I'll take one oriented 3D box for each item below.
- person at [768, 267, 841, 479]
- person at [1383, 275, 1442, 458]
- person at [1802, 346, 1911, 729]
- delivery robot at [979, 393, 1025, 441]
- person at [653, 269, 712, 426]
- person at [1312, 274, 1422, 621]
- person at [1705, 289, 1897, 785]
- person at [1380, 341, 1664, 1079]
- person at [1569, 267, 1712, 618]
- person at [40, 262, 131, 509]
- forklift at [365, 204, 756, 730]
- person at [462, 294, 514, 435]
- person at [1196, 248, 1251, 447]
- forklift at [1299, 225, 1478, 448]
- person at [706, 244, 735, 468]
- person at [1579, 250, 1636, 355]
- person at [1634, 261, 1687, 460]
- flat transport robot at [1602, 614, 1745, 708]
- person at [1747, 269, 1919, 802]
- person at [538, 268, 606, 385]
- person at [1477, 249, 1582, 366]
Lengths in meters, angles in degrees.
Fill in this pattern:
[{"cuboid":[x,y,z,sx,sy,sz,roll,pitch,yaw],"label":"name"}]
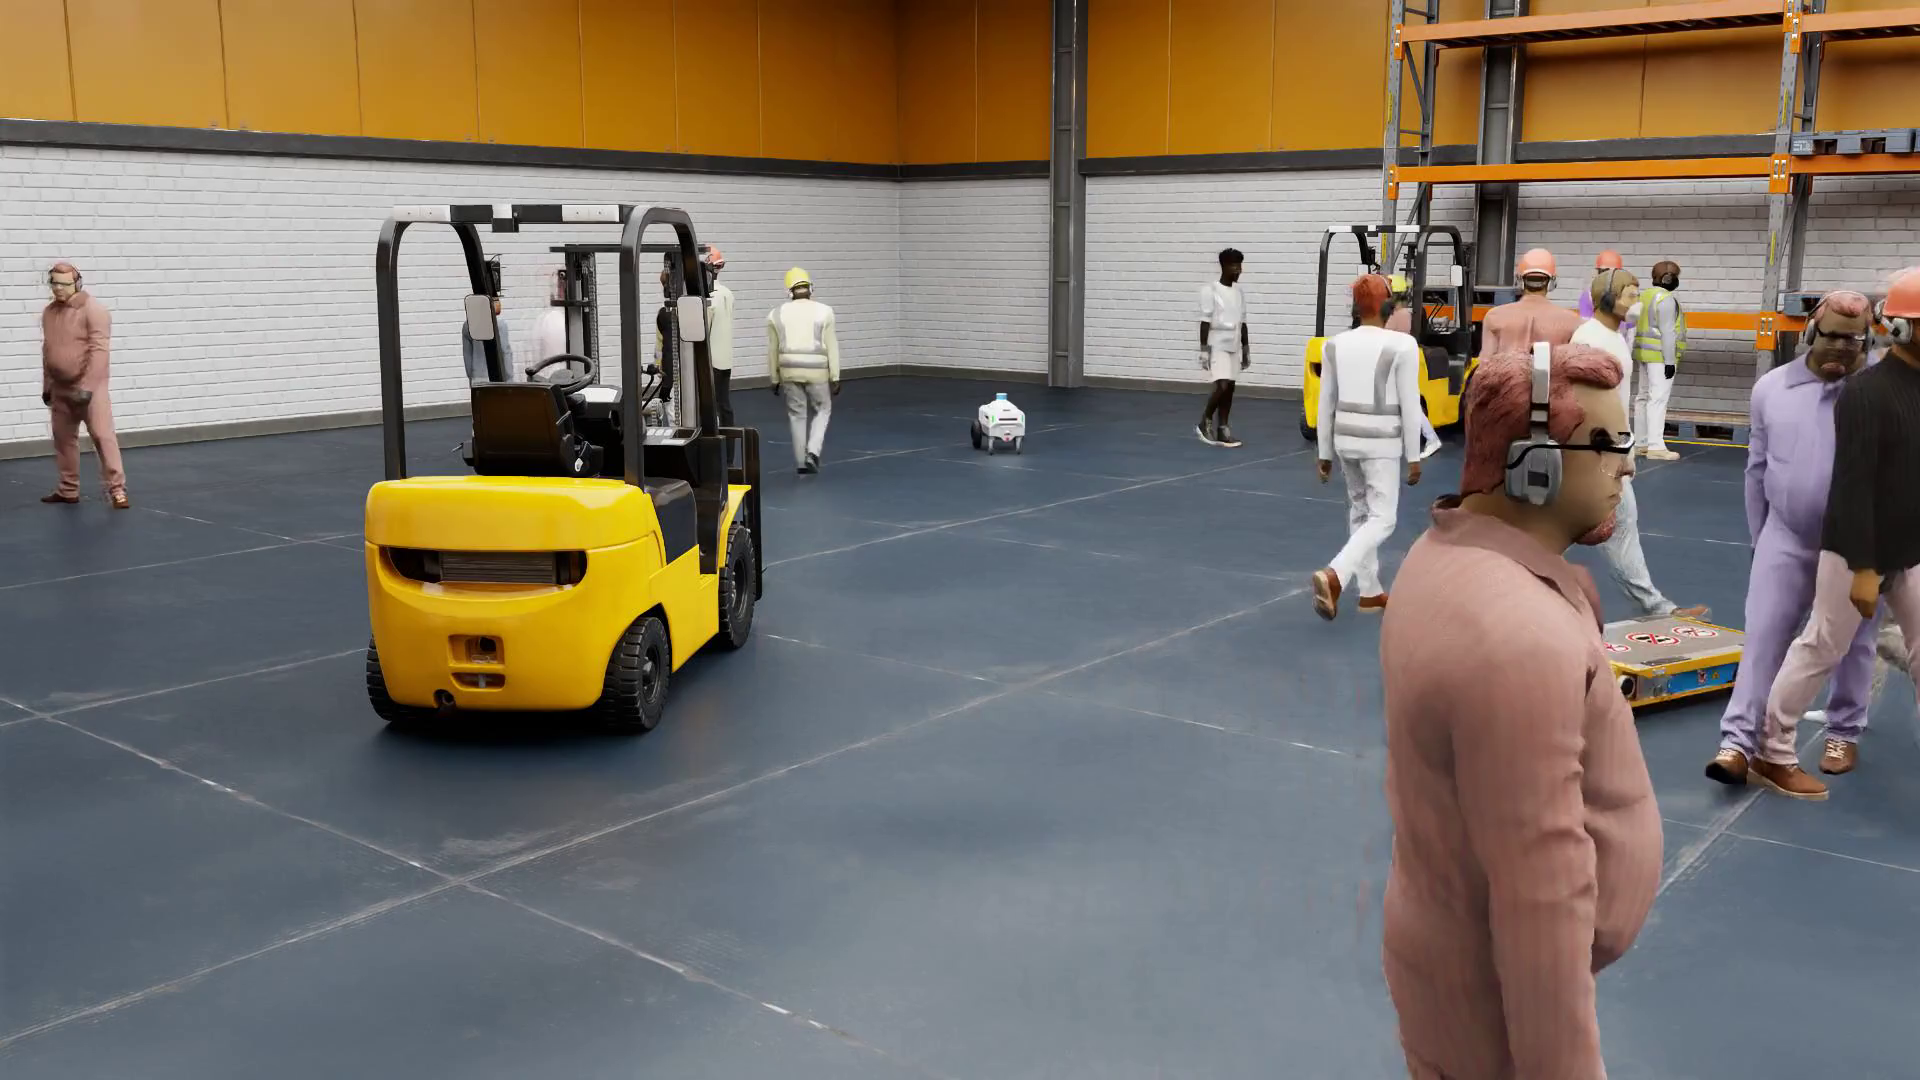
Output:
[{"cuboid":[-1.319,-1.417,14.193,0.632,1.802,0.429,1,10,6],"label":"person"},{"cuboid":[4.087,-1.604,15.497,0.909,1.730,0.534,-2,10,-9],"label":"person"},{"cuboid":[3.827,0.028,6.714,0.641,1.620,0.526,9,13,40],"label":"person"},{"cuboid":[0.401,-1.172,16.049,0.477,0.478,0.707,-2,10,-9],"label":"delivery robot"},{"cuboid":[-2.227,-1.269,13.304,0.428,1.835,0.633,4,11,21],"label":"person"},{"cuboid":[2.140,-0.478,8.856,0.798,1.862,0.582,-9,13,-40],"label":"person"},{"cuboid":[3.181,0.016,6.141,0.637,1.850,0.953,8,13,38],"label":"person"},{"cuboid":[0.822,0.651,2.500,0.453,1.890,0.652,3,11,14],"label":"person"},{"cuboid":[3.364,-0.432,8.503,0.985,1.888,0.655,6,12,28],"label":"person"},{"cuboid":[-6.769,-1.171,12.683,0.894,1.878,0.392,4,11,21],"label":"person"},{"cuboid":[-1.766,-0.406,7.525,1.214,2.155,2.313,1,10,7],"label":"forklift"},{"cuboid":[-4.108,-1.393,14.549,0.497,1.633,0.284,4,11,23],"label":"person"},{"cuboid":[2.606,-1.883,16.353,0.642,1.954,0.405,-9,13,-40],"label":"person"},{"cuboid":[4.449,-2.115,16.993,1.214,2.155,2.313,8,13,38],"label":"forklift"},{"cuboid":[-2.104,-1.485,14.057,0.381,1.994,0.620,3,11,15],"label":"person"},{"cuboid":[5.999,-1.721,15.524,0.545,1.938,0.362,-1,10,-5],"label":"person"},{"cuboid":[6.541,-1.677,15.547,0.429,1.844,0.624,0,10,0],"label":"person"},{"cuboid":[3.090,0.552,7.543,1.431,0.197,0.652,-6,12,-29],"label":"flat transport robot"},{"cuboid":[3.265,0.037,5.780,0.657,1.937,1.022,-6,12,-28],"label":"person"},{"cuboid":[-2.309,-0.751,10.332,0.994,1.861,0.663,-1,10,-7],"label":"person"},{"cuboid":[3.640,-0.858,10.634,0.658,1.965,0.841,4,11,22],"label":"person"}]
